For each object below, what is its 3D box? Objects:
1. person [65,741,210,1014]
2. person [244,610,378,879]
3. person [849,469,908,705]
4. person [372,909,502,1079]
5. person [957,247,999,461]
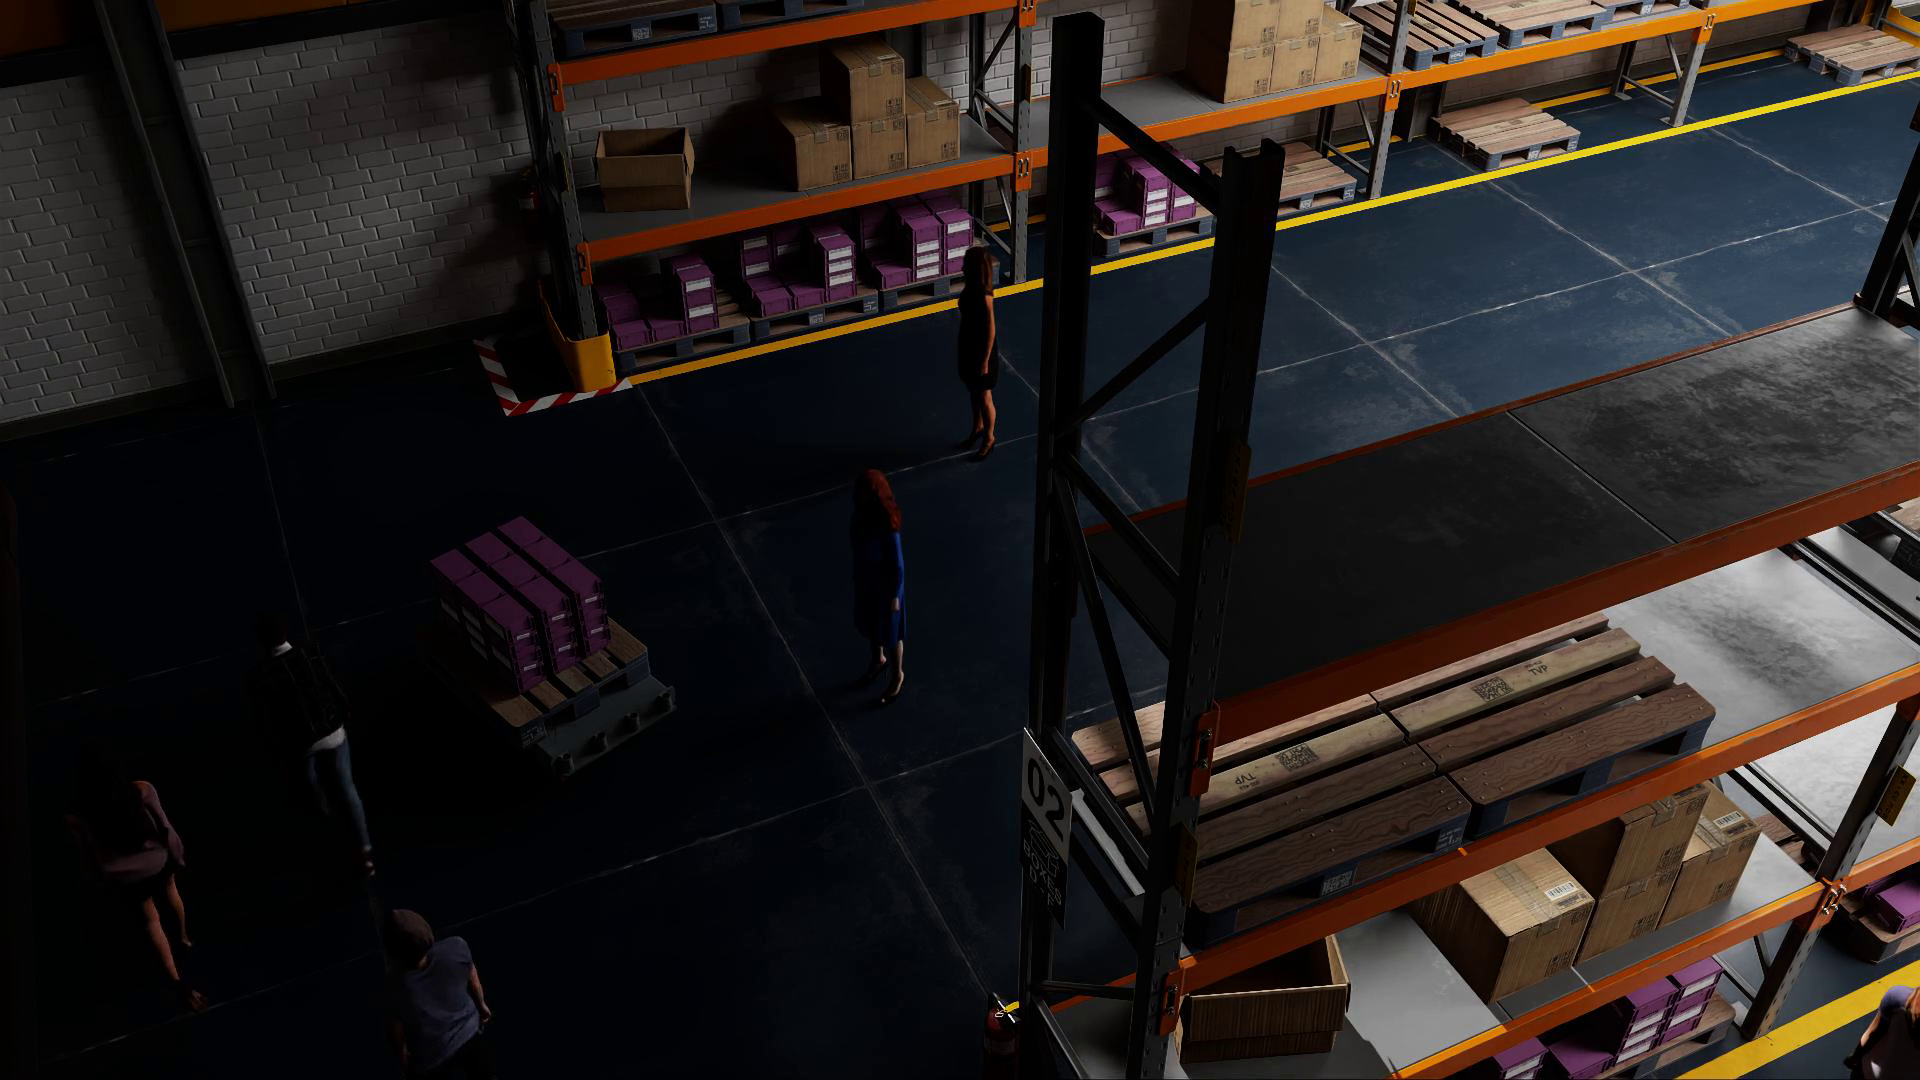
[{"bbox_3d":[-4.289,1.799,8.760,0.976,1.790,0.762,-21,43,-24],"label":"person"},{"bbox_3d":[-3.683,1.181,9.540,1.166,1.782,0.799,-20,43,-23],"label":"person"},{"bbox_3d":[-0.512,0.301,10.607,0.633,1.827,0.660,-25,45,-28],"label":"person"},{"bbox_3d":[-2.391,2.437,7.898,1.072,1.869,0.875,-27,46,-30],"label":"person"},{"bbox_3d":[0.136,-1.416,12.750,0.516,1.834,0.575,-15,41,-18],"label":"person"}]
